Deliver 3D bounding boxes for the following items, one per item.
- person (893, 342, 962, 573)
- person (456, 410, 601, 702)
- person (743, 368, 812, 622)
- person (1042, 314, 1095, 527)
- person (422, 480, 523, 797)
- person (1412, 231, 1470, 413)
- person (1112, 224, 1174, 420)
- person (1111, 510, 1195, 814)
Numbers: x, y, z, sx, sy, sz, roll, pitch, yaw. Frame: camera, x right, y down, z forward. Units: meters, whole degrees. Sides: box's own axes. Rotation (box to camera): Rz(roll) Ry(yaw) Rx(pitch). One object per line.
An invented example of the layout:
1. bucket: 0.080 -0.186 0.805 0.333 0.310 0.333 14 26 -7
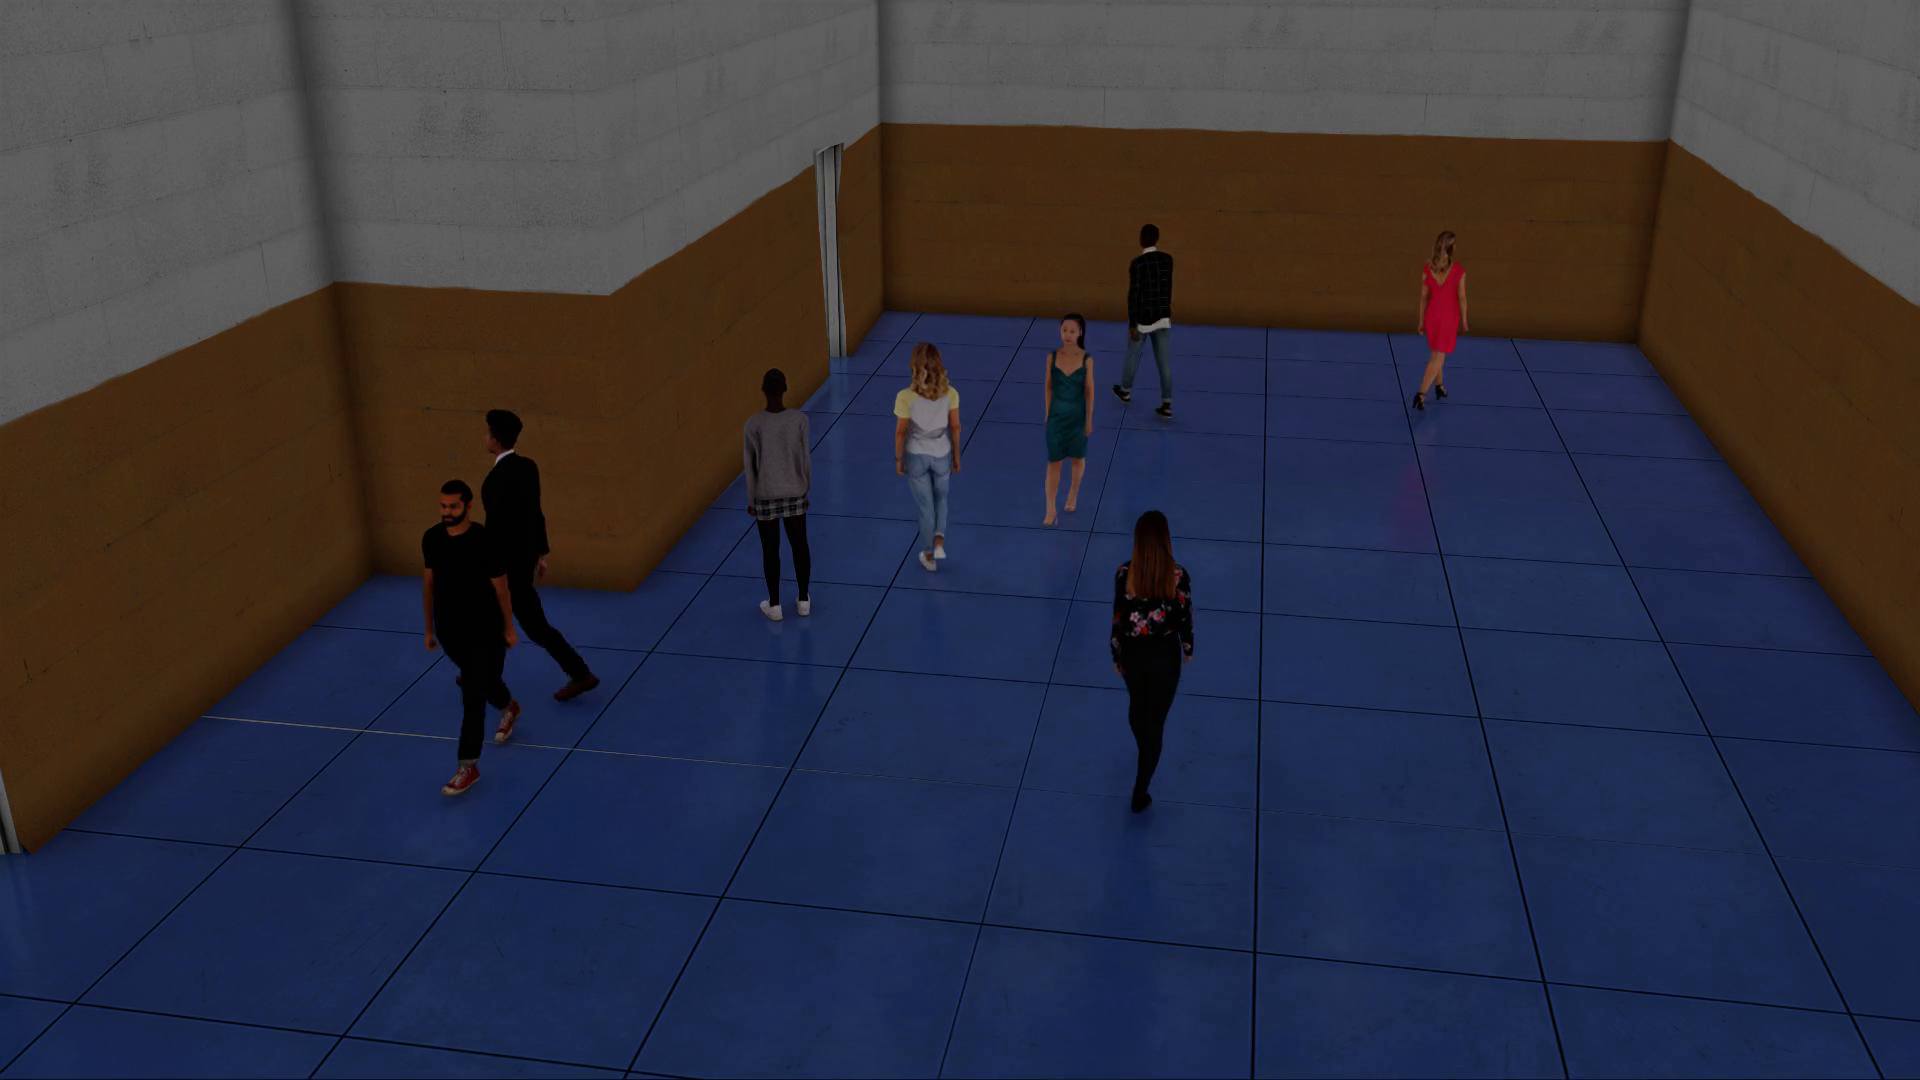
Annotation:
1. person: -0.206 -0.558 11.968 0.705 1.718 0.806 -6 23 -14
2. person: -2.610 0.146 10.069 1.207 1.844 0.841 -1 22 -1
3. person: -1.223 -0.309 11.297 0.634 1.771 0.753 -7 23 -17
4. person: 0.885 -0.952 13.062 0.941 1.649 0.699 6 23 14
5. person: -2.739 0.476 9.416 1.130 1.717 0.780 6 23 14
6. person: 4.513 -2.027 15.690 1.015 1.685 1.018 -20 29 -40
7. person: 1.832 -1.994 15.490 1.226 1.772 1.120 -8 23 -18
8. person: 1.025 0.684 9.003 1.062 1.640 0.772 8 23 18
